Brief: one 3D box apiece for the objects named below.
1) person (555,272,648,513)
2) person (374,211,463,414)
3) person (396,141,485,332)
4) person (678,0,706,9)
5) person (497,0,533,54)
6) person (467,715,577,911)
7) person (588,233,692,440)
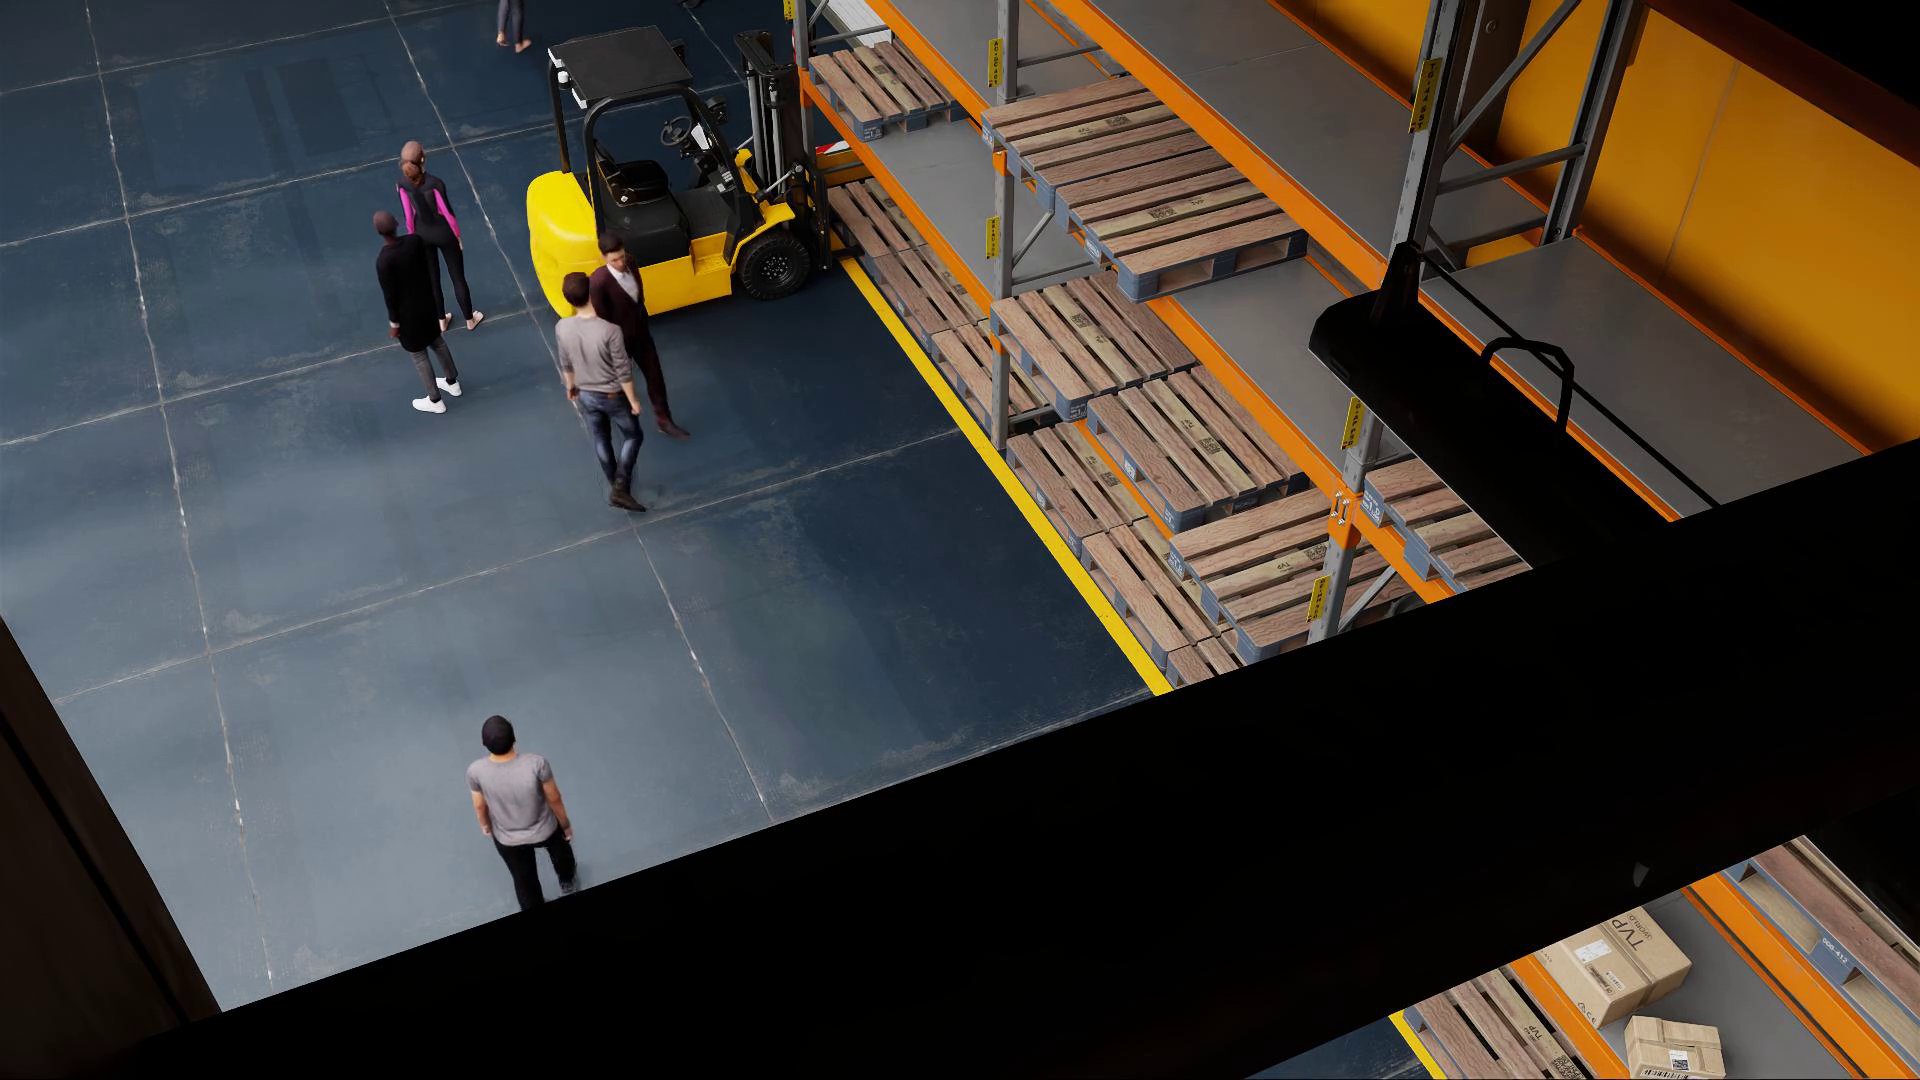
[{"bbox_3d":[-2.553,-1.021,11.894,0.976,1.882,1.037,14,45,15],"label":"person"},{"bbox_3d":[-4.184,-1.759,12.757,0.766,1.761,0.727,18,46,18],"label":"person"},{"bbox_3d":[-4.260,-2.460,13.497,0.653,1.754,0.695,0,44,0],"label":"person"},{"bbox_3d":[-2.958,-6.576,17.892,0.603,1.652,0.716,27,50,25],"label":"person"},{"bbox_3d":[-4.698,-5.791,16.991,0.794,1.757,0.855,16,46,16],"label":"person"},{"bbox_3d":[-2.392,1.648,9.195,0.727,1.741,0.879,-11,45,-11],"label":"person"},{"bbox_3d":[-2.590,-1.554,12.492,1.305,1.829,1.146,22,48,21],"label":"person"}]
